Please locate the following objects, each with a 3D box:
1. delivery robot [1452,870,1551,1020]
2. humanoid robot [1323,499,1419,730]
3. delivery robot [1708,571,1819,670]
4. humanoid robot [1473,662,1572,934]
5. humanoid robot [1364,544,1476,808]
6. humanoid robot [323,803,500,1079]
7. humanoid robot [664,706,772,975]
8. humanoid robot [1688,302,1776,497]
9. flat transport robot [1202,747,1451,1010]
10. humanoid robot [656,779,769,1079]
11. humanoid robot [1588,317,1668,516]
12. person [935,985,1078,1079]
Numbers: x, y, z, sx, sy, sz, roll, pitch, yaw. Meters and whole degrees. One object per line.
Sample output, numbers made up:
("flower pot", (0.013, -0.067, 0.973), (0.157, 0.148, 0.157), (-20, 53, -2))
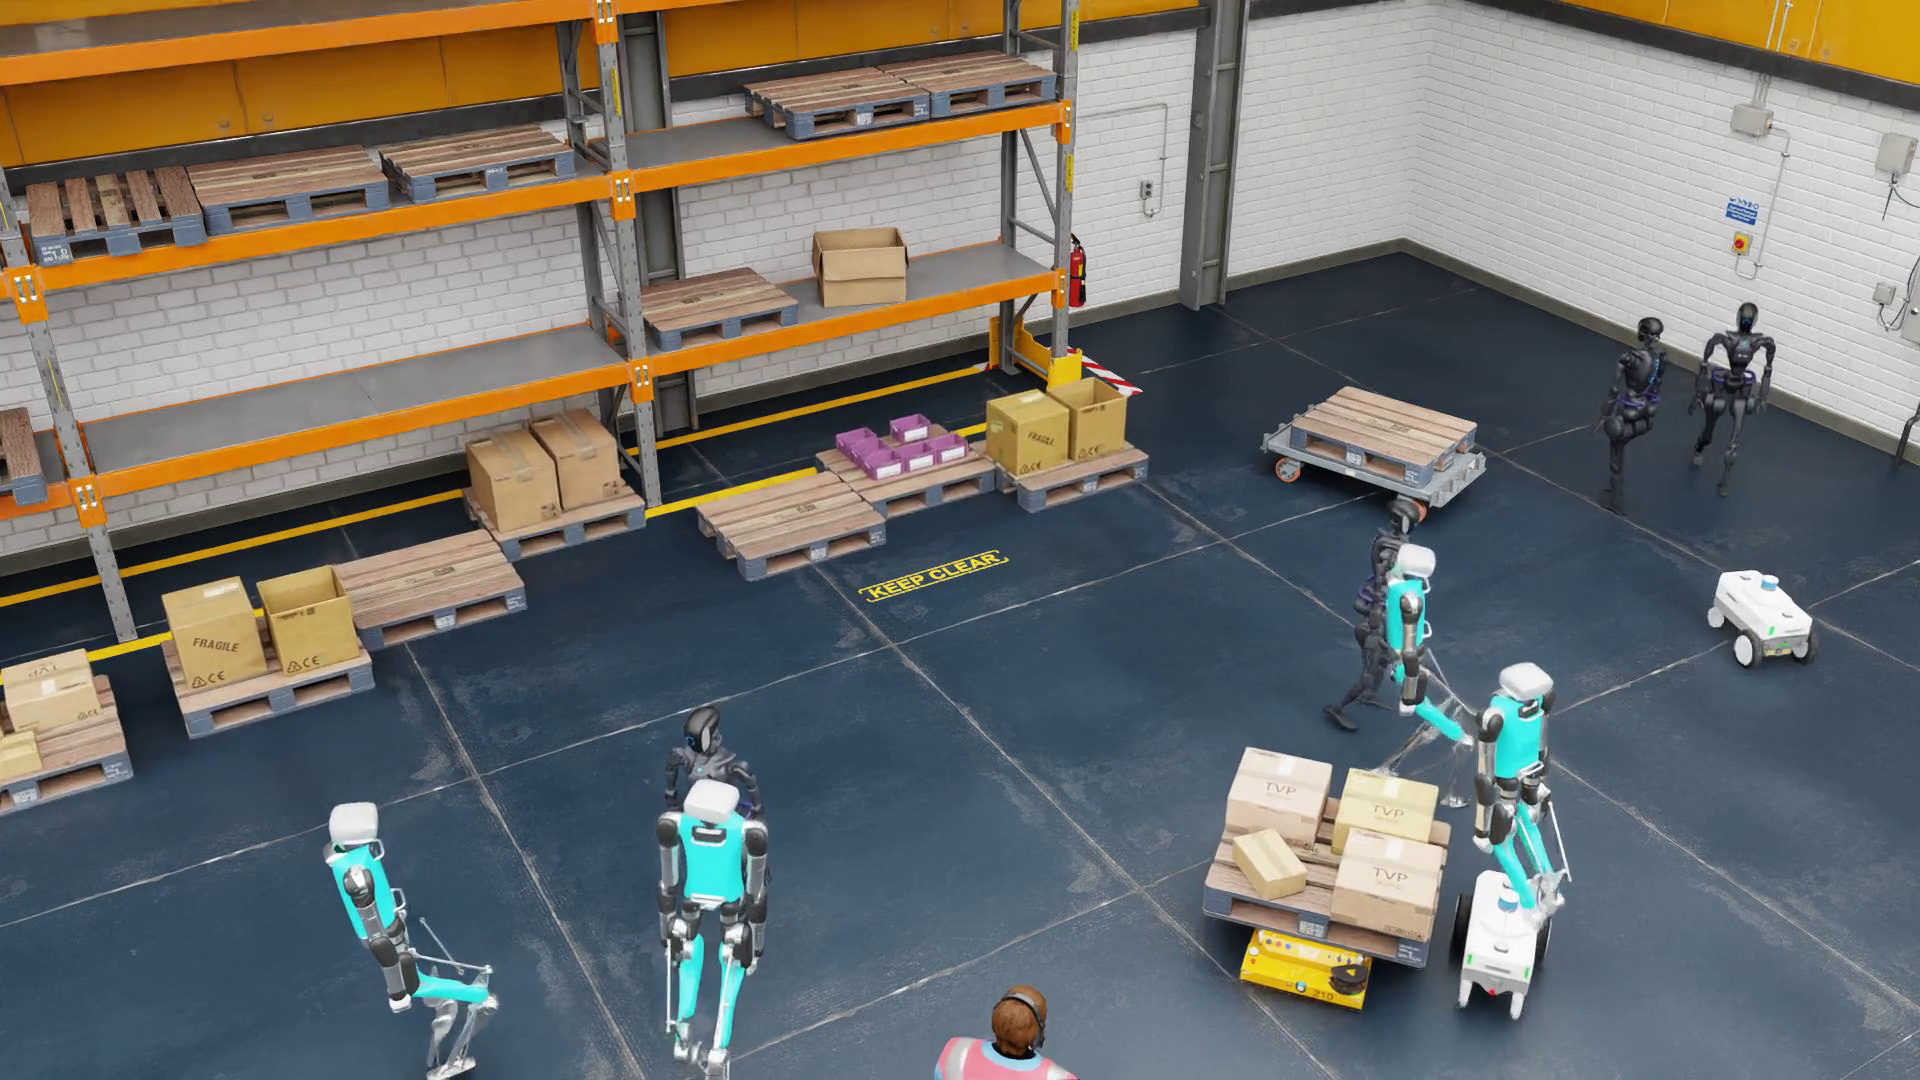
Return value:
("delivery robot", (2.899, 2.120, 8.907), (0.499, 0.570, 0.750), (10, 31, 18))
("humanoid robot", (2.688, 0.457, 10.747), (0.413, 1.639, 0.588), (16, 33, 26))
("delivery robot", (5.655, 0.526, 11.745), (0.499, 0.587, 0.769), (-4, 30, -8))
("humanoid robot", (3.049, 1.553, 8.750), (0.531, 1.796, 0.794), (-19, 35, -30))
("humanoid robot", (2.906, 0.842, 10.030), (0.851, 1.801, 0.531), (2, 30, 4))
("humanoid robot", (-2.542, 2.006, 8.030), (0.740, 1.883, 0.543), (-13, 32, -22))
("humanoid robot", (-1.277, 1.608, 8.696), (0.611, 1.654, 0.415), (10, 31, 17))
("humanoid robot", (6.395, -1.232, 13.775), (0.611, 1.631, 0.743), (8, 30, 14))
("flat transport robot", (2.057, 2.024, 9.392), (0.659, 0.231, 1.431), (10, 31, 18))
("humanoid robot", (-1.204, 2.097, 7.841), (0.562, 1.842, 0.881), (3, 30, 5))
("humanoid robot", (5.336, -1.011, 13.335), (0.589, 1.651, 0.450), (-14, 32, -23))
("person", (0.212, 2.564, 6.855), (0.628, 1.835, 0.431), (11, 31, 19))
